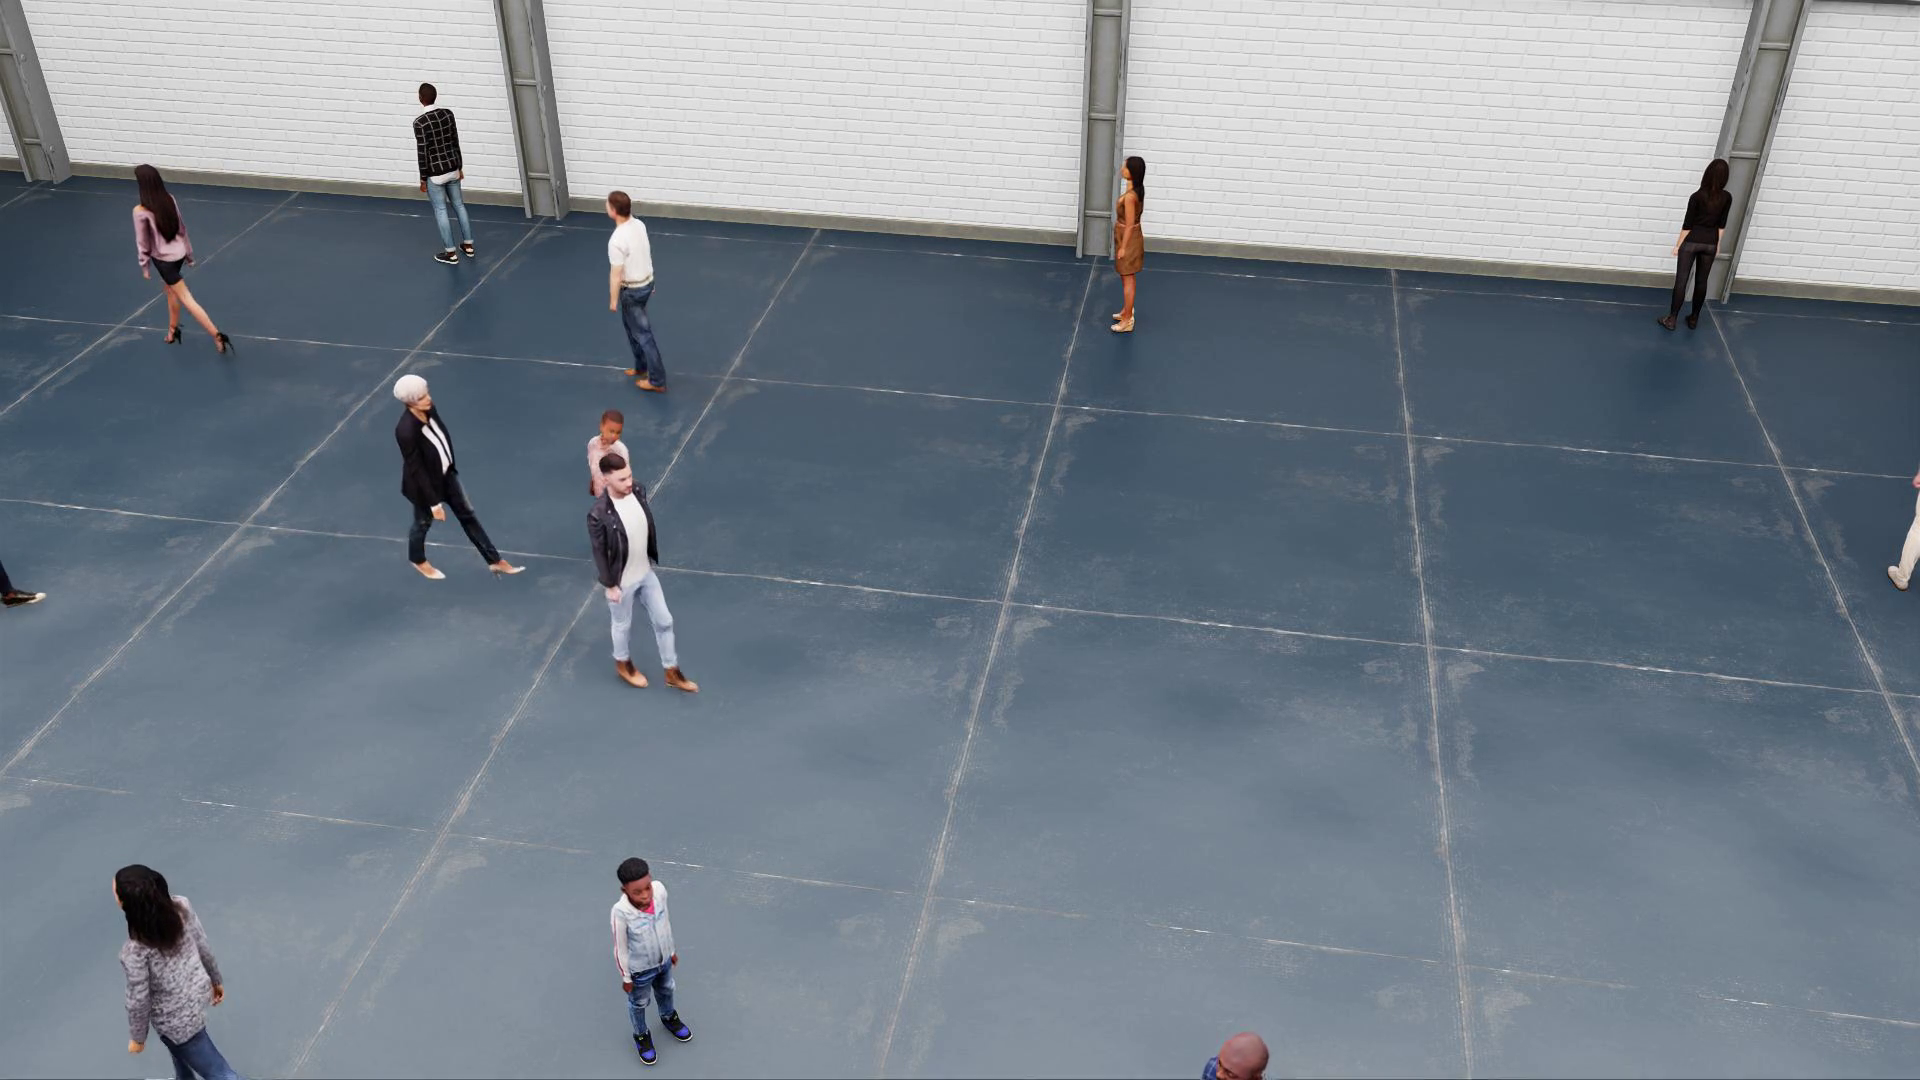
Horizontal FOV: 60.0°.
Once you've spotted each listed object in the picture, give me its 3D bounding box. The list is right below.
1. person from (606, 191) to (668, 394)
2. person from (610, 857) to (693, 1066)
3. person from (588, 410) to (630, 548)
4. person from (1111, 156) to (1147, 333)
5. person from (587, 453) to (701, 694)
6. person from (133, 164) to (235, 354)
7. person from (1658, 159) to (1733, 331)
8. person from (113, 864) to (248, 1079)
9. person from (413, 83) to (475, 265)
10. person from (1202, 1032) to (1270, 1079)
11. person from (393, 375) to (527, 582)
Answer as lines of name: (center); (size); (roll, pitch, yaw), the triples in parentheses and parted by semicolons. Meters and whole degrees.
person: (-2.695, -2.109, 14.281); (0.778, 1.837, 0.751); (11, 35, 16)
person: (-1.595, 2.101, 8.467); (0.569, 1.261, 0.621); (-26, 42, -34)
person: (-2.569, -0.398, 12.194); (0.539, 1.298, 0.772); (25, 41, 33)
person: (1.559, -2.742, 15.365); (0.500, 1.690, 0.556); (5, 34, 7)
person: (-2.221, 0.191, 10.838); (1.023, 1.818, 0.911); (23, 40, 30)
person: (-6.973, -2.442, 14.838); (1.139, 1.775, 0.804); (14, 36, 20)
person: (6.844, -2.730, 15.391); (0.496, 1.642, 0.677); (0, 34, 0)
person: (-3.601, 2.245, 7.861); (1.131, 1.692, 0.608); (6, 34, 8)
person: (-5.186, -3.677, 16.655); (0.724, 1.821, 0.748); (23, 40, 31)
person: (1.172, 2.692, 7.074); (0.873, 1.819, 0.831); (-22, 39, -29)
person: (-3.729, -0.415, 11.567); (1.116, 1.739, 0.834); (10, 35, 14)
